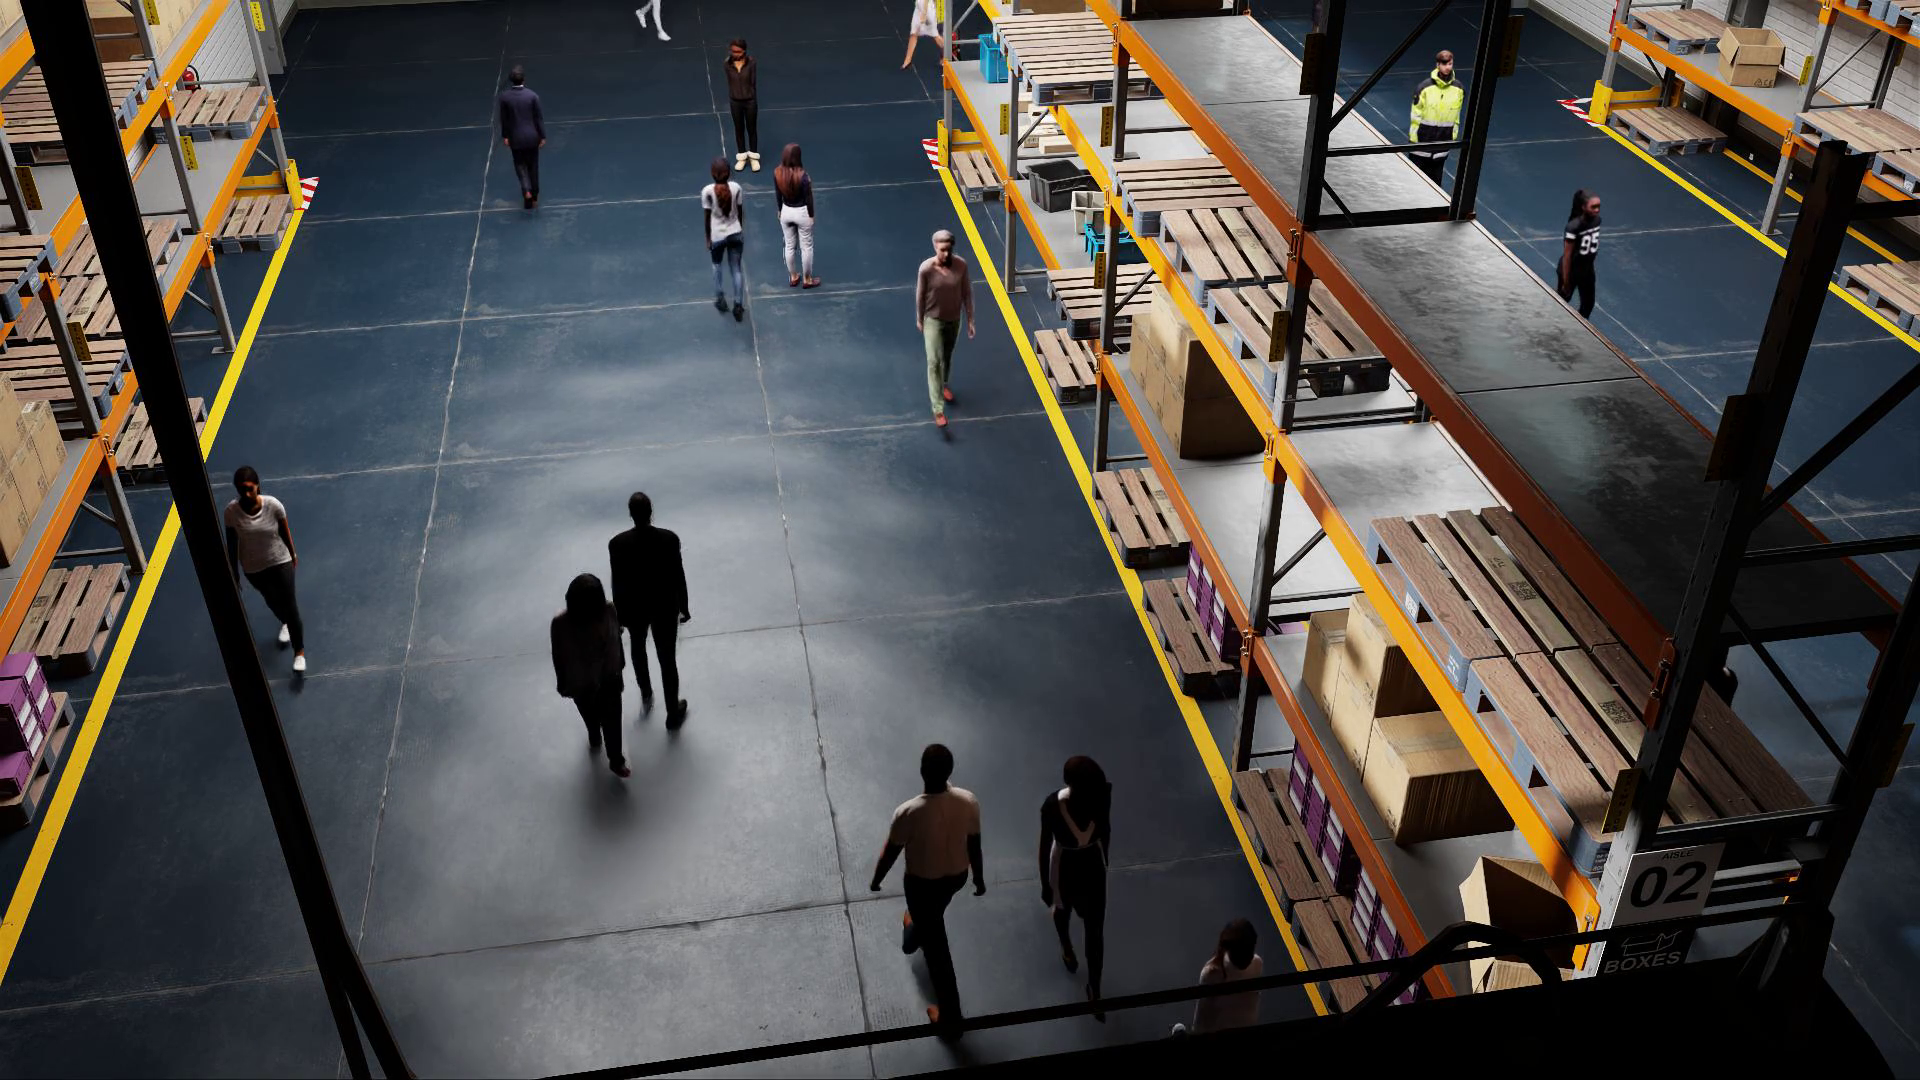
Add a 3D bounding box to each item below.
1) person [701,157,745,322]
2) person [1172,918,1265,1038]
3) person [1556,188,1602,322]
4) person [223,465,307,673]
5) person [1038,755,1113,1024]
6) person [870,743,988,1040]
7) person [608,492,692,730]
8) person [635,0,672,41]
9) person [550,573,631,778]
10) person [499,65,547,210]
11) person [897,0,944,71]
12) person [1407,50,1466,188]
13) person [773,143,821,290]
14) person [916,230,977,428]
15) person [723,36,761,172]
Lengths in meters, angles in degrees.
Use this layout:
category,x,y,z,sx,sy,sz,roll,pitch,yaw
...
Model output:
category,x,y,z,sx,sy,sz,roll,pitch,yaw
person,-2.377,-3.065,17.088,0.637,1.702,0.775,-10,35,-14
person,1.383,2.515,8.839,0.586,1.541,0.934,-9,35,-14
person,6.030,-2.664,16.465,0.776,1.724,0.860,-18,38,-25
person,-5.158,0.132,12.367,0.624,1.605,1.008,-7,34,-11
person,0.634,1.865,9.607,0.657,1.773,0.912,-8,34,-12
person,-0.100,2.019,9.358,0.959,1.793,1.288,-14,36,-21
person,-2.161,0.526,11.620,0.703,1.775,0.866,-5,34,-7
person,-4.720,-8.484,25.217,1.102,1.730,0.978,28,42,35
person,-2.539,0.823,11.361,0.809,1.567,1.056,-13,36,-19
person,-5.115,-4.674,19.495,0.646,1.718,0.806,-6,34,-9
person,-0.436,-7.594,23.904,0.886,1.699,1.084,-17,37,-23
person,5.485,-4.707,19.306,0.758,1.983,0.616,-5,34,-7
person,-1.745,-3.467,17.777,0.694,1.609,0.718,13,36,19
person,-0.179,-2.054,15.463,0.735,1.818,1.219,-9,35,-14
person,-2.704,-5.471,20.747,0.597,1.659,0.654,-2,34,-3
